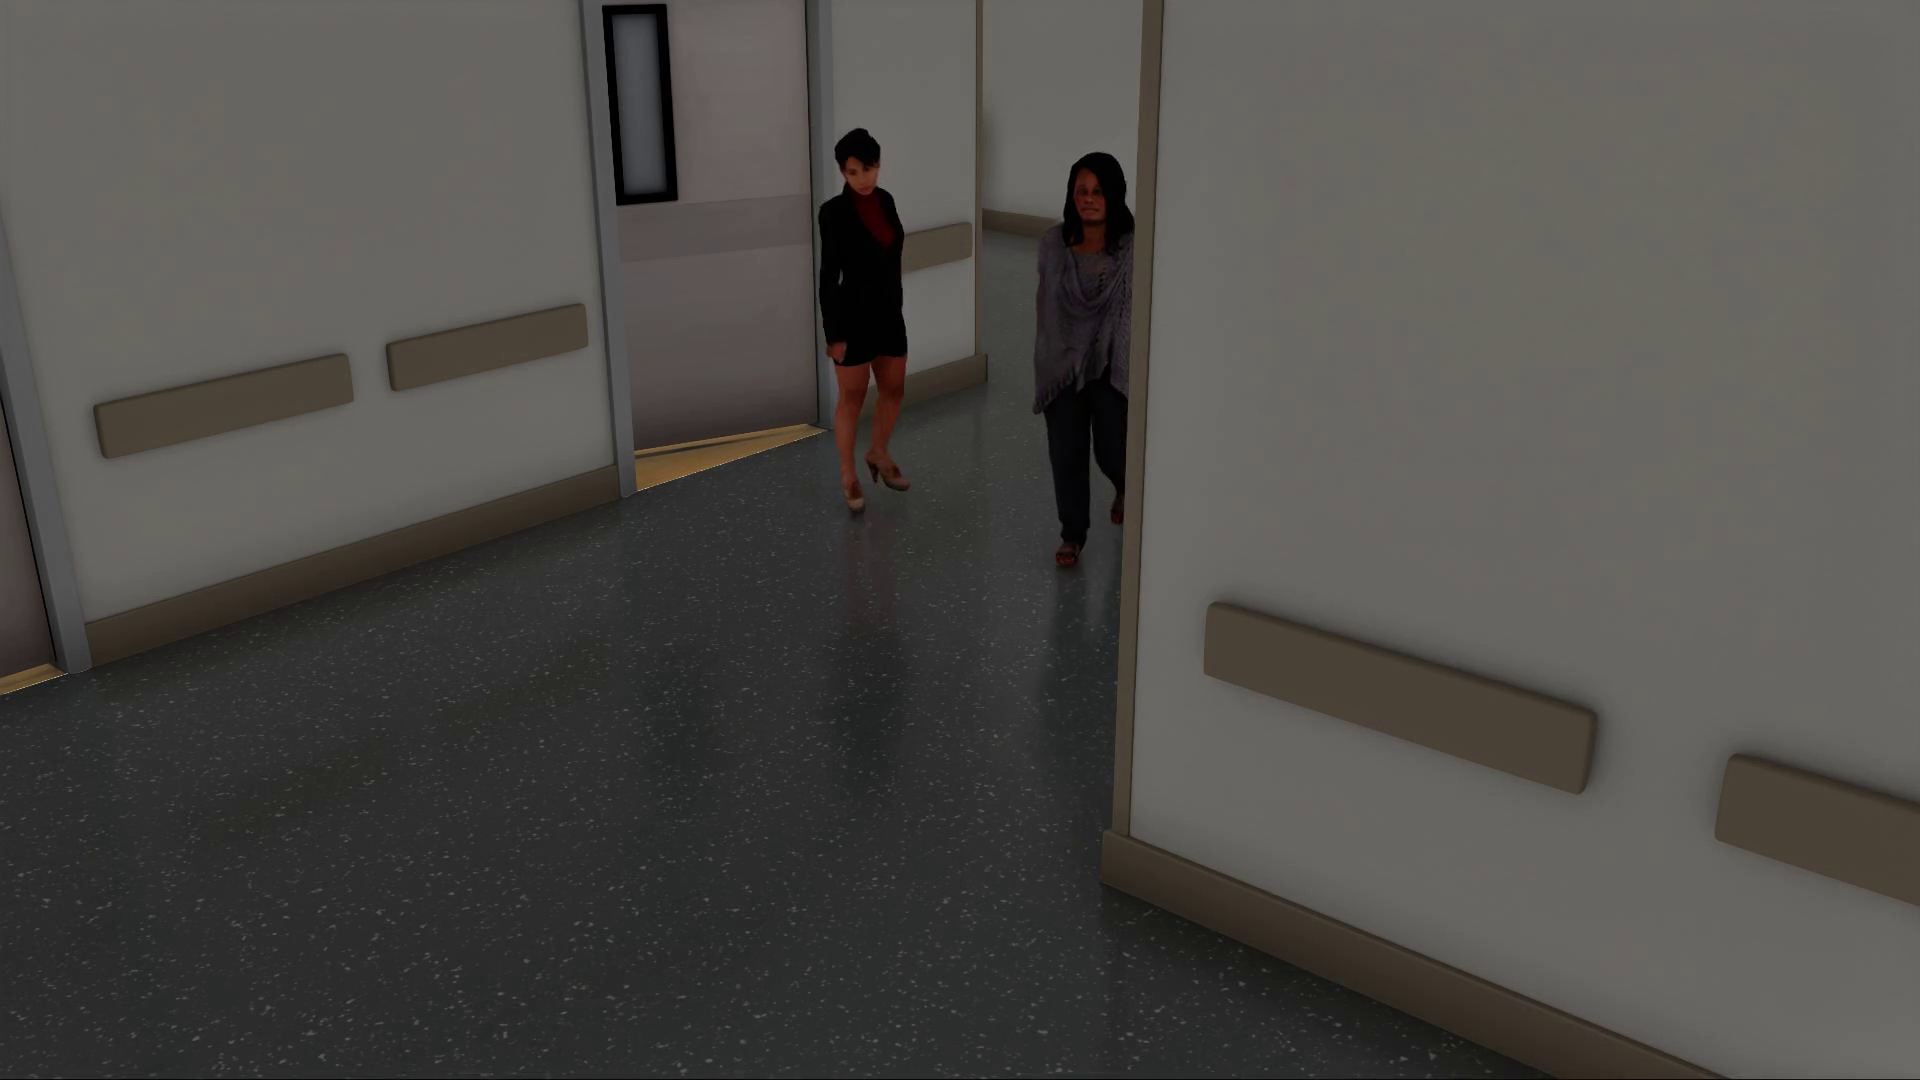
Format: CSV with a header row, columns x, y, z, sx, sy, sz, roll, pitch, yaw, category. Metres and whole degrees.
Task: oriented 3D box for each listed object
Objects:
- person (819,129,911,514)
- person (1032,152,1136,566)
x,y,z,sx,sy,sz,roll,pitch,yaw,category
-0.416,-0.883,6.963,0.751,1.613,0.578,13,24,30,person
0.535,-0.717,6.552,0.812,1.592,0.934,6,22,15,person
